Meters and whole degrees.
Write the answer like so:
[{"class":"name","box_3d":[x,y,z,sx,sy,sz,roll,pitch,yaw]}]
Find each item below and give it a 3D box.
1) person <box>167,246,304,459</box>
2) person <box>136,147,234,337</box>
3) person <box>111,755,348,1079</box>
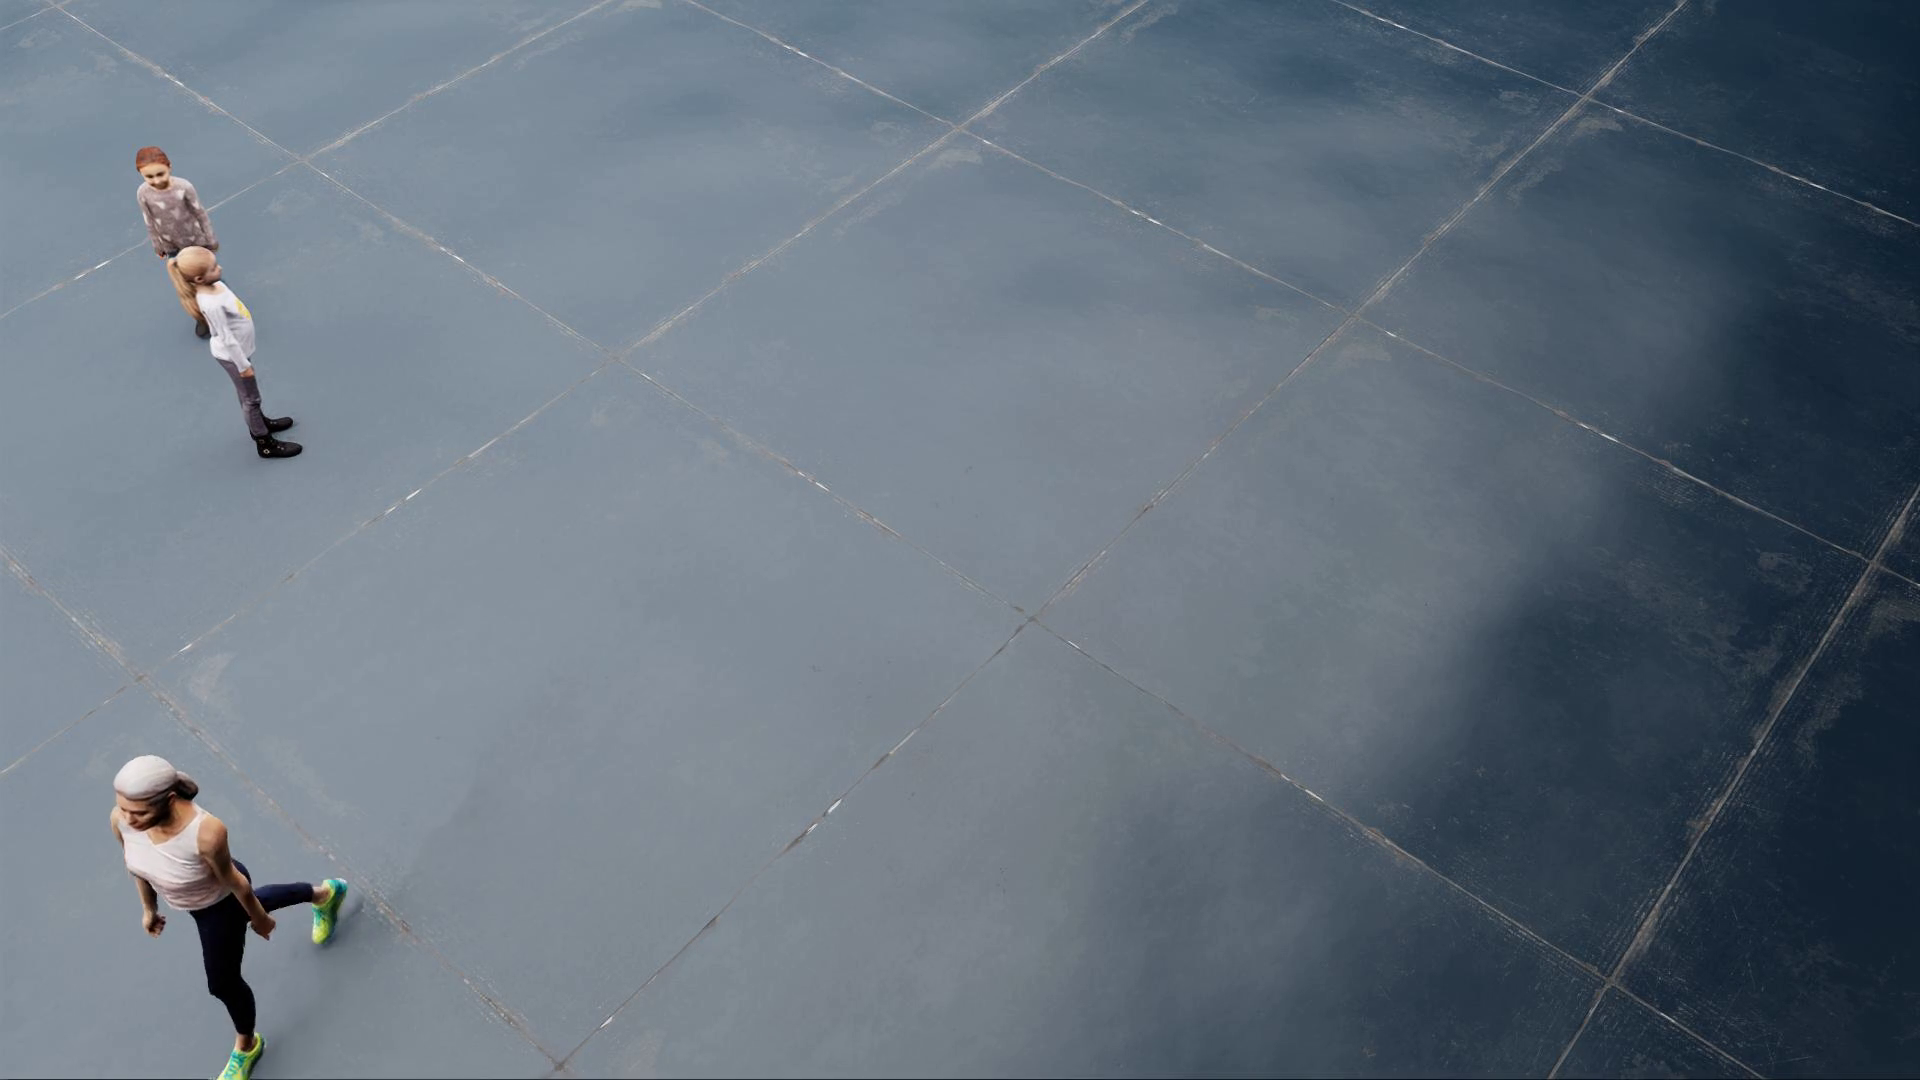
[{"class":"person","box_3d":[-3.704,-0.963,8.466,0.597,1.279,0.566,-19,50,-17]},{"class":"person","box_3d":[-4.274,-1.666,9.174,0.542,1.194,0.614,-8,48,-7]},{"class":"person","box_3d":[-2.708,1.251,6.152,0.828,1.671,1.219,19,50,16]}]
